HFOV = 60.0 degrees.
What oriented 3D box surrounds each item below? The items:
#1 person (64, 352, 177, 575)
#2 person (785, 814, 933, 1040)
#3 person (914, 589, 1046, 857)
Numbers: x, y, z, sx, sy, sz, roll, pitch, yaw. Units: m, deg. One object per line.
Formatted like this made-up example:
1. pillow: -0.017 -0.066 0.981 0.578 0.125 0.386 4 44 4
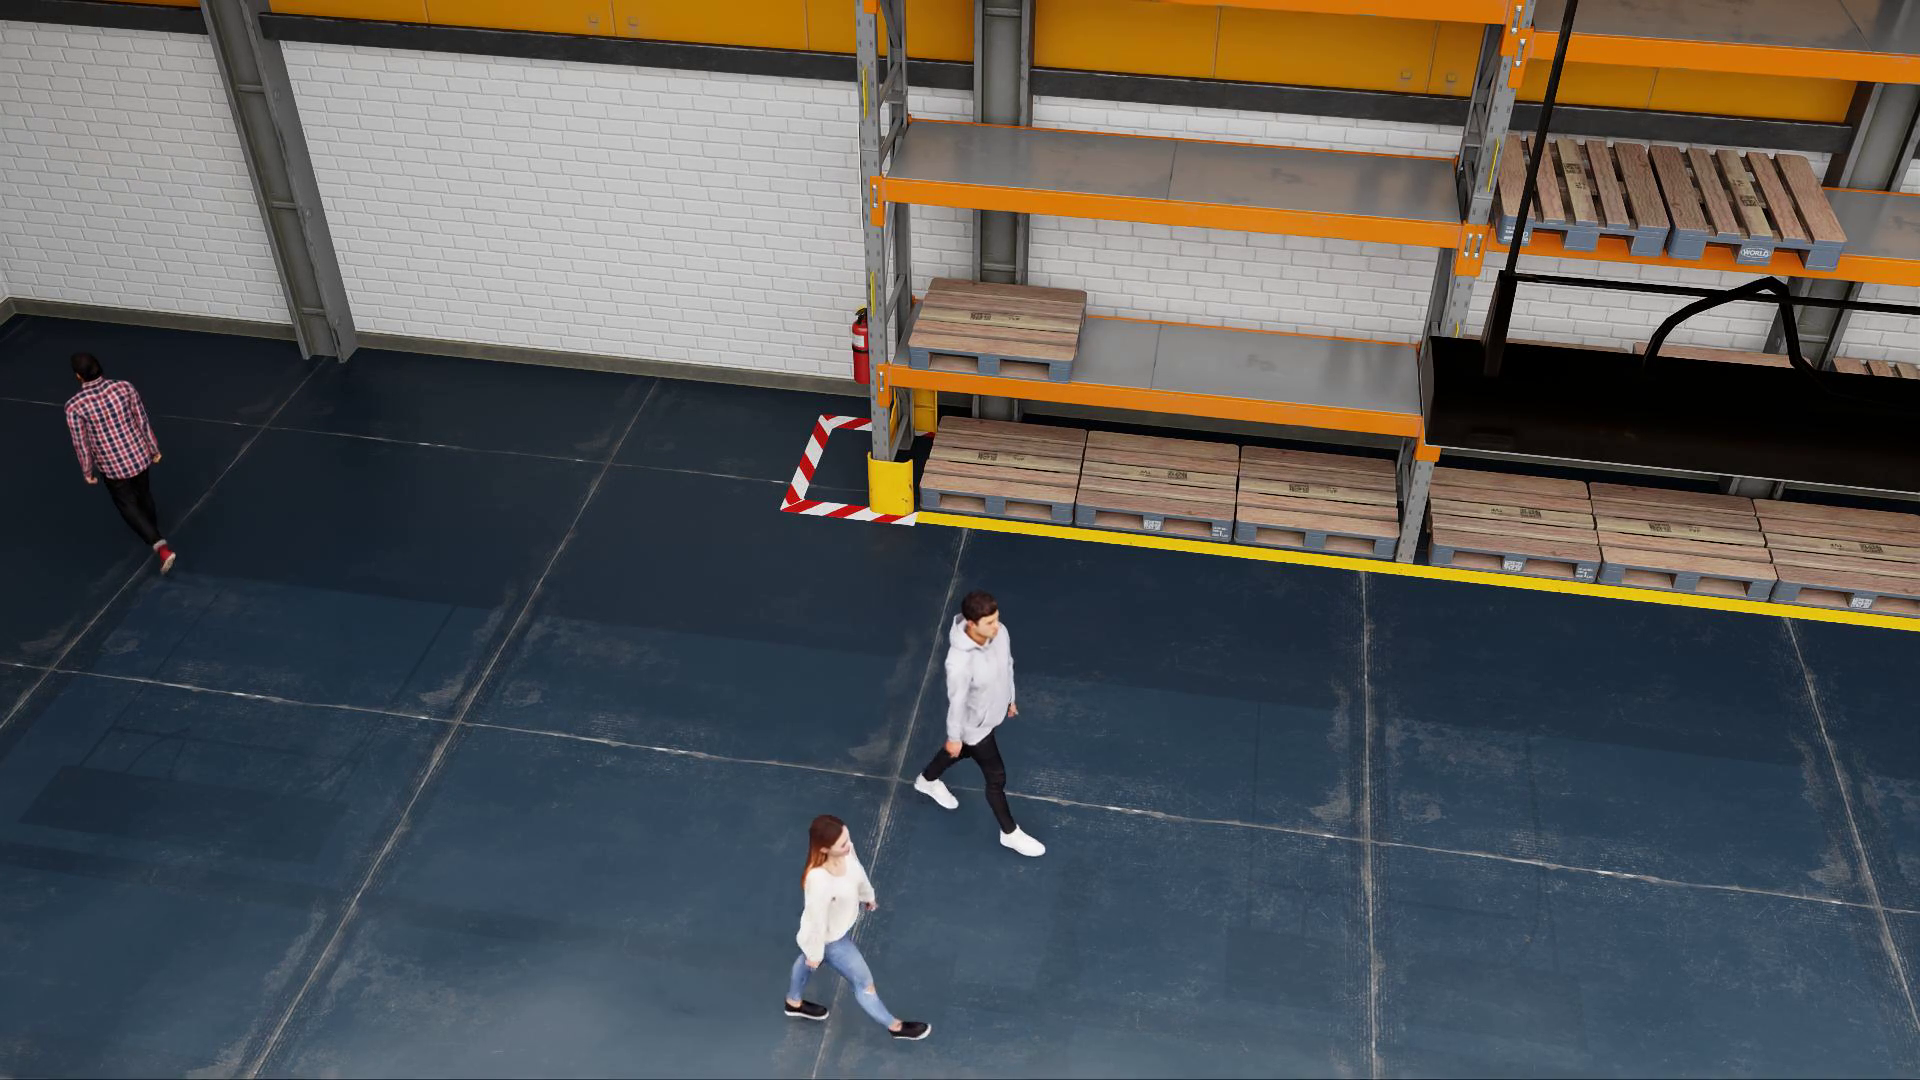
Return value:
1. person: -6.003 -0.557 11.976 1.192 1.748 1.029 27 46 29
2. person: -0.760 2.048 8.796 1.061 1.646 0.638 7 39 9
3. person: 0.029 1.020 9.892 1.299 1.885 0.978 20 43 23
